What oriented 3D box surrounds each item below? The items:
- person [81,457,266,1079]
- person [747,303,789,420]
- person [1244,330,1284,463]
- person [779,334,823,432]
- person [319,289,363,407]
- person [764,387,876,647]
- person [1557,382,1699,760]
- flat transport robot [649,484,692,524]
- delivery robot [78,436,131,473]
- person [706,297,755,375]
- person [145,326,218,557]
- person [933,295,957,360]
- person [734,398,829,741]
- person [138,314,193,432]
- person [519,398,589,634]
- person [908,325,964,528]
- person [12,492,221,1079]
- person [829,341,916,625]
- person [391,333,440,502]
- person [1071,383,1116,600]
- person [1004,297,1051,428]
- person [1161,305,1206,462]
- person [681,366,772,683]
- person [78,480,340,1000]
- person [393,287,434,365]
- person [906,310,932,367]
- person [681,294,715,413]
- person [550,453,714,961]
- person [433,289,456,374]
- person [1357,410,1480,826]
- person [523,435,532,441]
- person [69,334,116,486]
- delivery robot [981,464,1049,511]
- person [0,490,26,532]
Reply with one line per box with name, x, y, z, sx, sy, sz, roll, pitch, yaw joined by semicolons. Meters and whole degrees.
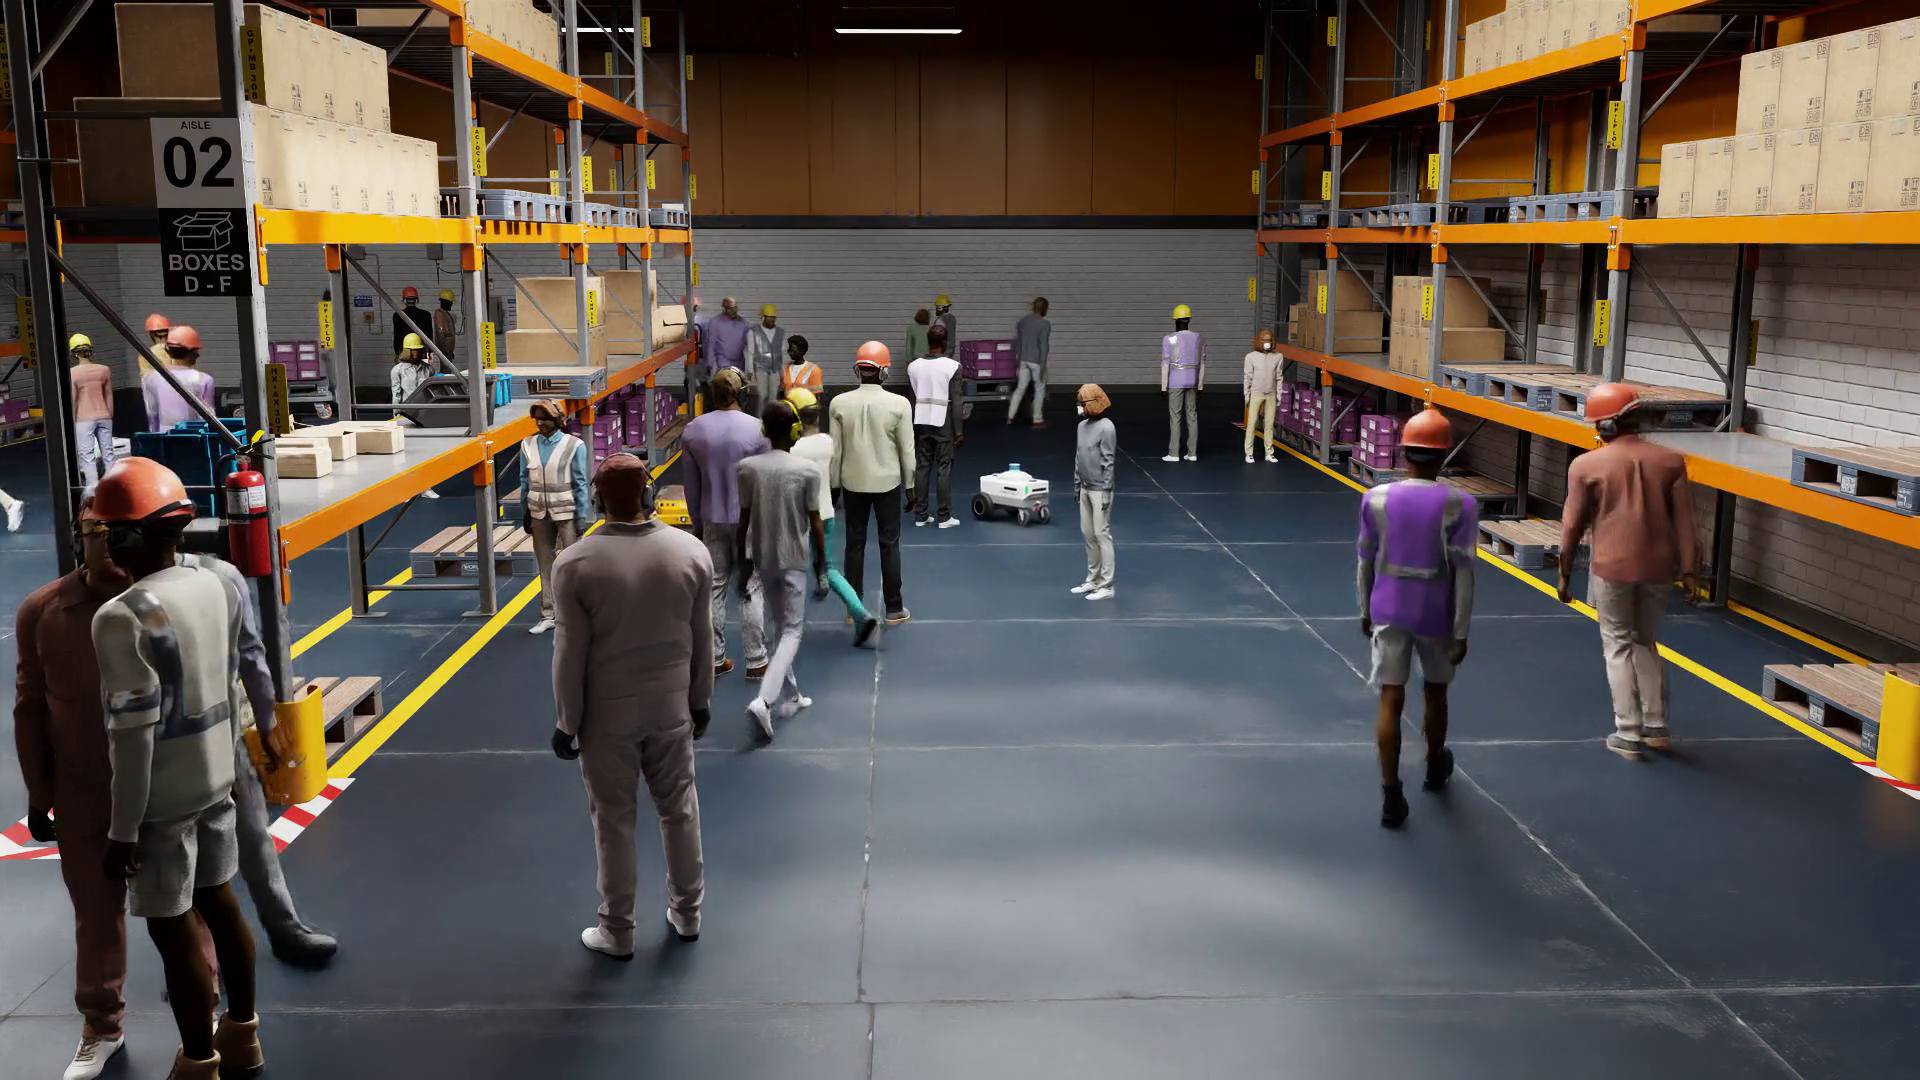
person;-2.431;0.762;5.095;0.382;2.041;0.616;1;10;6
person;-2.689;-2.418;23.433;0.615;1.816;0.431;-6;12;-28
person;3.682;-1.741;20.213;0.492;1.625;0.284;-2;10;-10
person;-1.716;-1.345;17.803;0.540;1.694;0.317;5;12;28
person;-10.075;-3.090;26.908;0.540;1.922;0.626;3;11;15
person;-0.944;-0.134;10.939;0.740;1.738;0.528;6;12;32
person;3.482;0.157;8.728;0.641;1.944;0.592;-1;10;-3
flat transport robot;-2.638;-0.361;16.287;0.652;0.197;1.431;-1;10;-4
delivery robot;-9.785;-1.021;18.910;0.477;0.478;0.707;2;10;12
person;-3.281;-2.575;24.131;0.783;1.876;0.601;-6;12;-31
person;-6.446;-0.770;13.782;0.626;2.000;1.027;1;10;6
person;-0.279;-3.023;26.769;0.404;1.833;0.590;4;11;20
person;-0.998;0.148;9.110;0.524;1.843;0.875;3;11;19
person;-8.536;-1.484;17.976;0.568;1.913;0.851;-8;13;-36
person;-2.757;-0.153;11.339;0.517;1.634;0.311;3;11;16
person;-0.236;-1.062;15.650;0.582;1.911;0.391;7;12;34
person;-2.668;0.784;5.340;0.642;1.913;0.409;-3;11;-16
person;-0.611;-0.393;11.661;0.625;1.992;0.386;2;10;10
person;-5.635;-1.272;17.262;0.322;1.742;0.493;9;14;42
person;1.014;-0.368;12.563;0.283;1.623;0.511;-5;11;-24
person;0.970;-2.527;23.852;0.731;1.905;0.651;-9;14;-42
person;2.711;-1.908;20.328;0.588;1.919;0.402;-4;11;-21
person;-1.377;-0.091;10.138;0.630;1.940;0.372;3;11;18
person;-2.700;0.695;5.888;0.786;1.893;0.433;-5;11;-24
person;-8.406;-2.893;25.587;0.622;1.993;0.382;-7;13;-36
person;-0.641;-2.971;27.189;0.511;1.586;0.778;3;11;18
person;-3.967;-2.662;24.537;0.770;1.903;0.562;-2;10;-12
person;-1.240;0.620;6.275;0.652;1.904;0.402;-7;12;-35
person;-8.353;-3.123;27.075;0.371;1.923;0.586;-1;10;-8
person;2.165;0.333;7.870;0.561;1.892;0.945;5;11;24
person;-5.405;-2.042;21.324;0.621;1.835;0.430;-7;12;-32
person;-8.780;-1.193;16.778;0.328;1.762;0.523;5;11;27
delivery robot;0.523;-0.489;15.943;0.477;0.478;0.707;-9;14;-40
person;-8.998;-0.920;15.045;0.775;1.838;0.552;-3;11;-16
